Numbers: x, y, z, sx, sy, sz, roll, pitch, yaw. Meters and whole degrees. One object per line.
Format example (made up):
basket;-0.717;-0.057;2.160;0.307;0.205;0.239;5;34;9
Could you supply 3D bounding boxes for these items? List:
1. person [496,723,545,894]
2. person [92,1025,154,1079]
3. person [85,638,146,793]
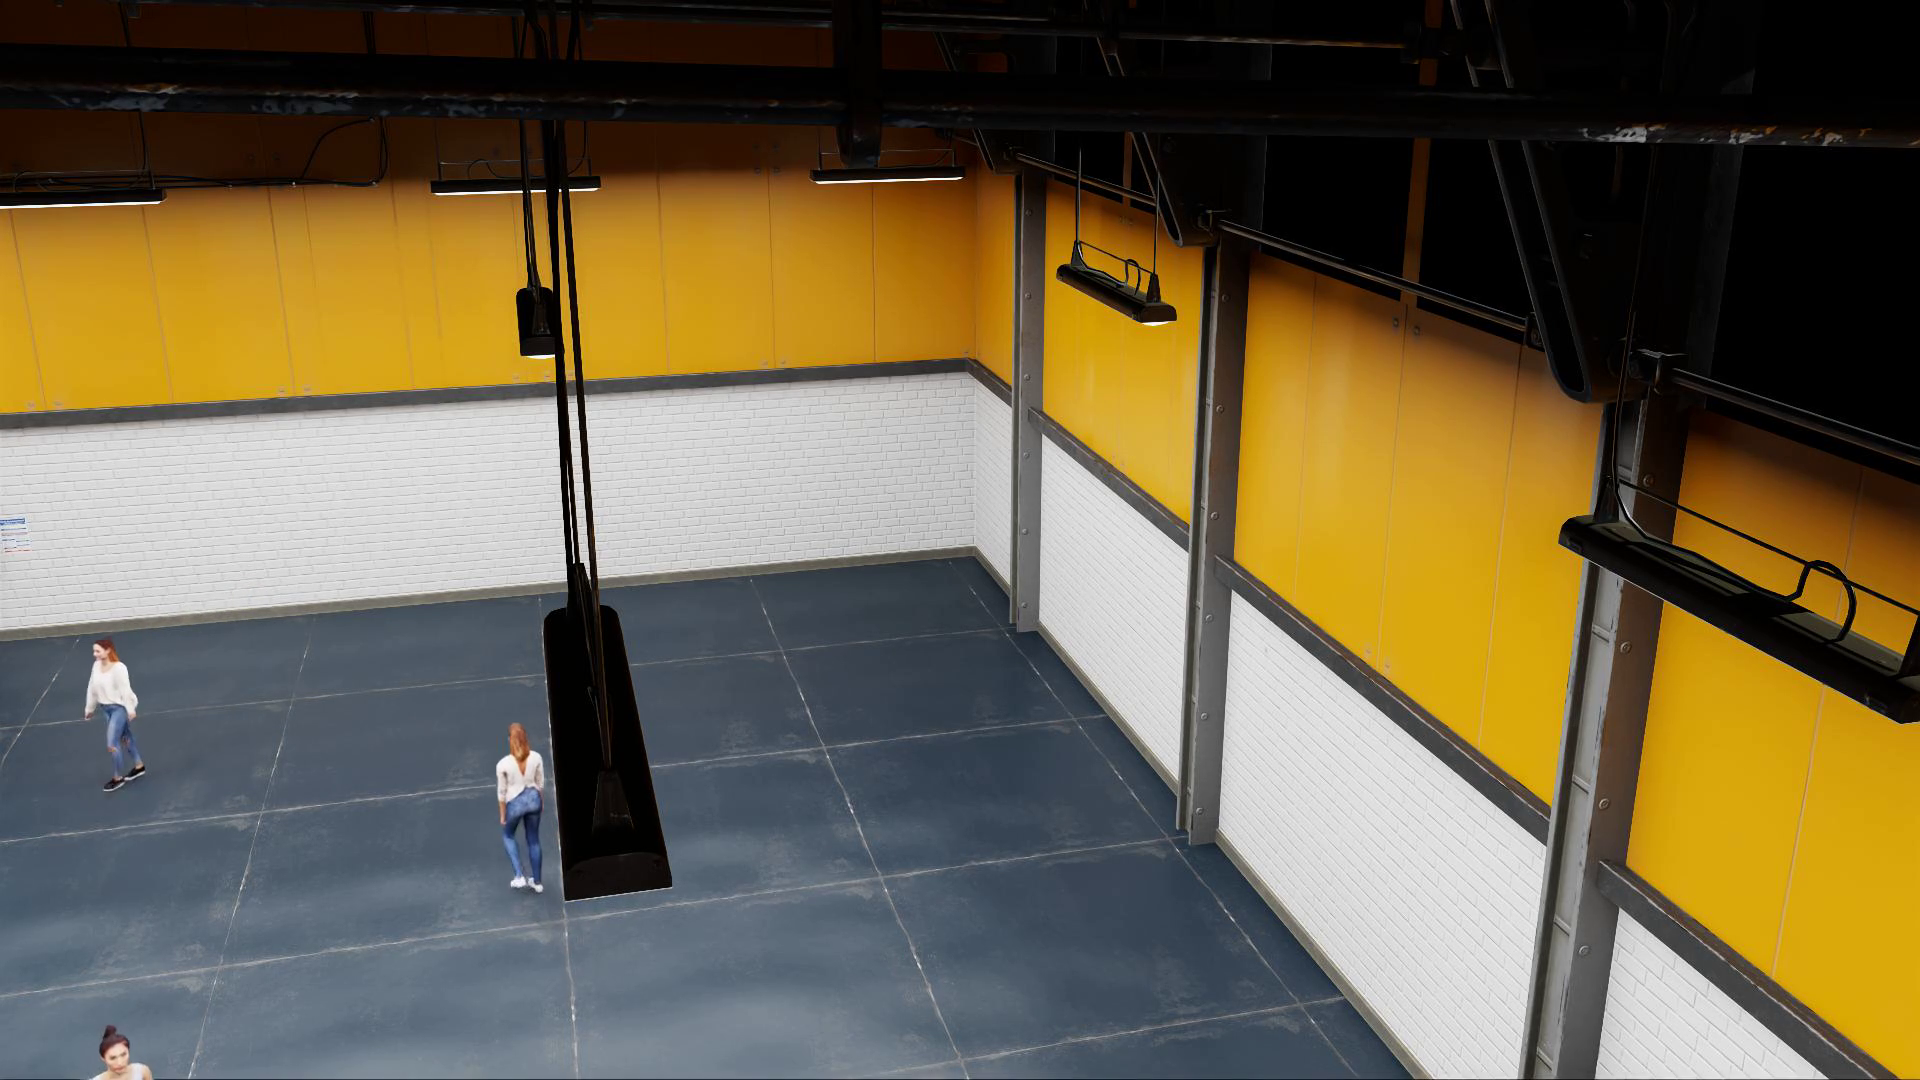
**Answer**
person;-4.093;2.562;15.675;0.693;1.709;0.688;-11;21;-29
person;-5.730;4.057;11.409;0.681;1.600;0.700;-15;24;-38
person;-9.036;1.819;17.944;0.872;1.671;0.934;10;21;28
